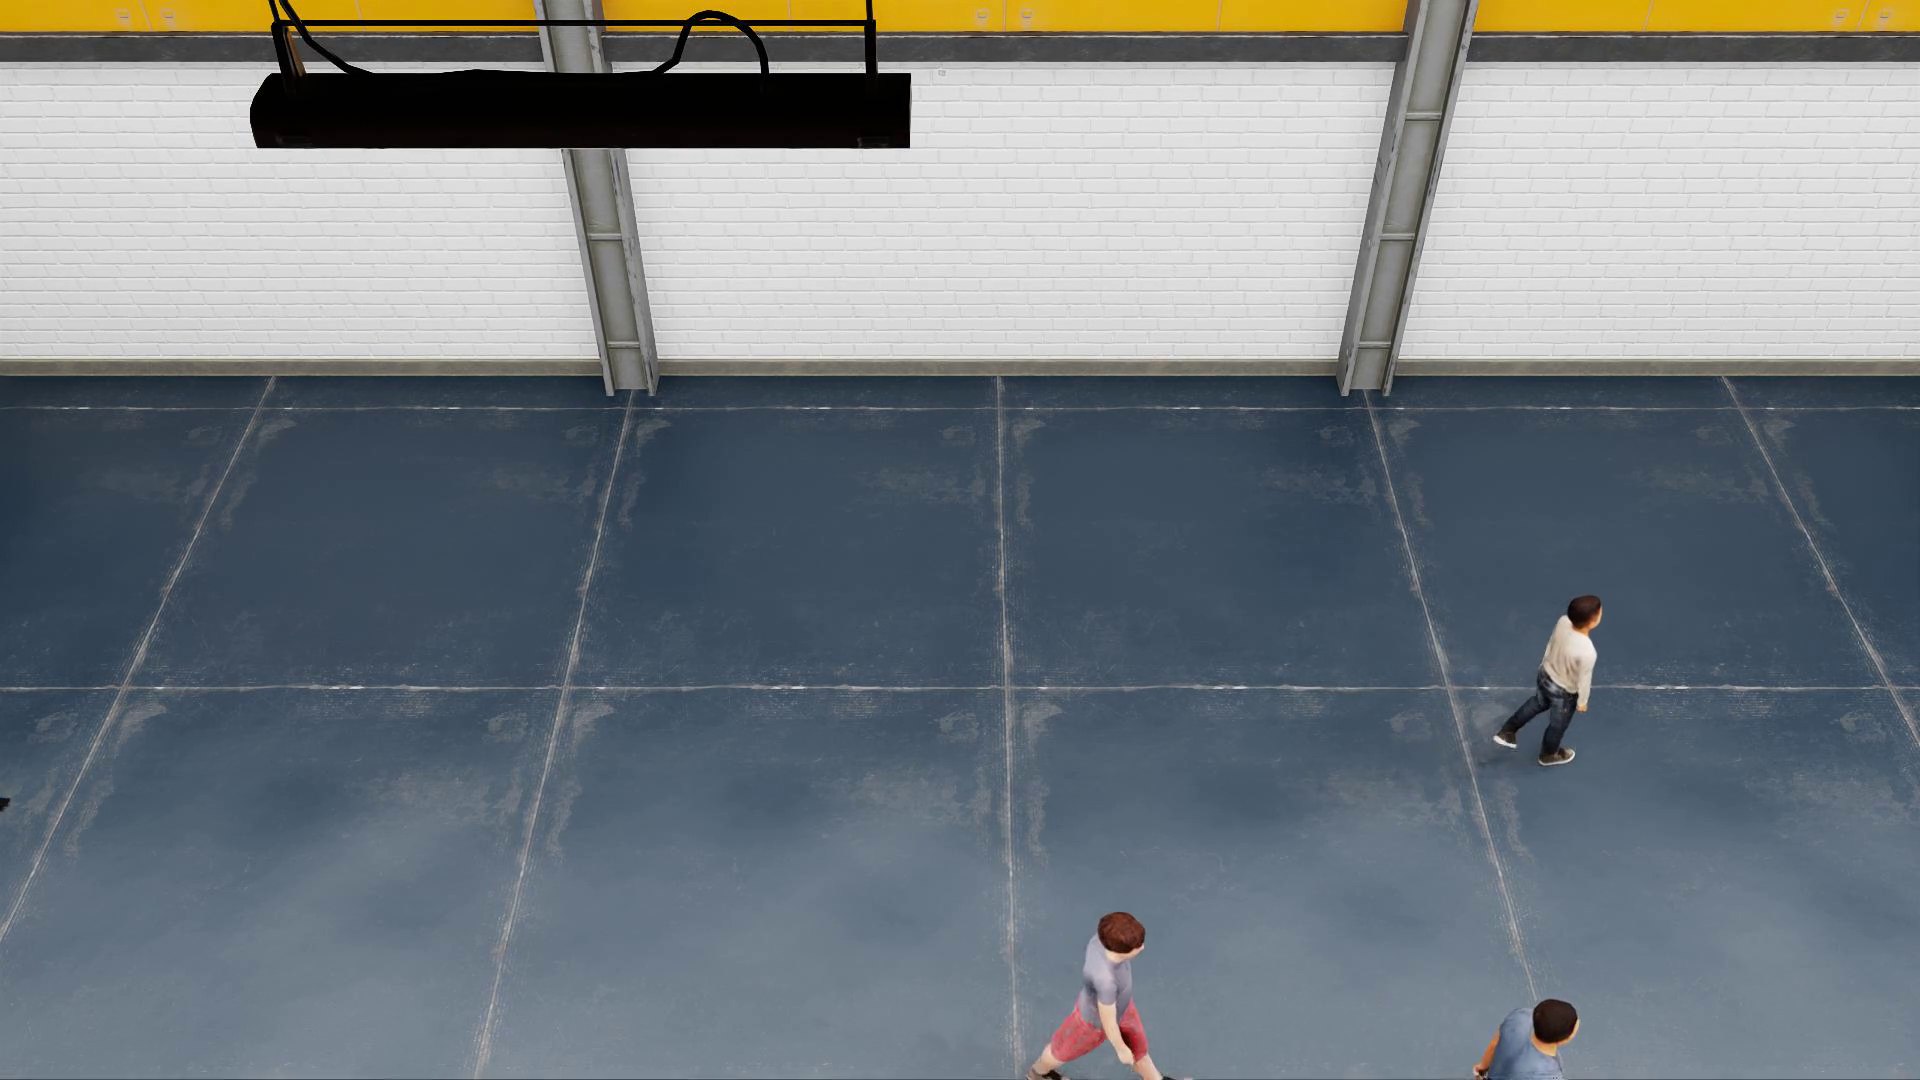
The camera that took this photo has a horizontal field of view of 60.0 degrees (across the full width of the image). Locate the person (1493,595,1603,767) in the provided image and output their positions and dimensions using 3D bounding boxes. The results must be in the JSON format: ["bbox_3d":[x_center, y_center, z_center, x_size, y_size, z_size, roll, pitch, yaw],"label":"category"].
[{"bbox_3d":[3.689,0.893,10.343,0.820,1.457,0.655,-10,44,-10],"label":"person"}]

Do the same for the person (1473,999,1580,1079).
[{"bbox_3d":[2.606,2.792,8.125,1.170,1.766,0.738,-3,44,-3],"label":"person"}]

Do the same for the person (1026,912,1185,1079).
[{"bbox_3d":[0.644,2.438,8.612,1.215,1.607,0.828,12,45,13],"label":"person"}]
